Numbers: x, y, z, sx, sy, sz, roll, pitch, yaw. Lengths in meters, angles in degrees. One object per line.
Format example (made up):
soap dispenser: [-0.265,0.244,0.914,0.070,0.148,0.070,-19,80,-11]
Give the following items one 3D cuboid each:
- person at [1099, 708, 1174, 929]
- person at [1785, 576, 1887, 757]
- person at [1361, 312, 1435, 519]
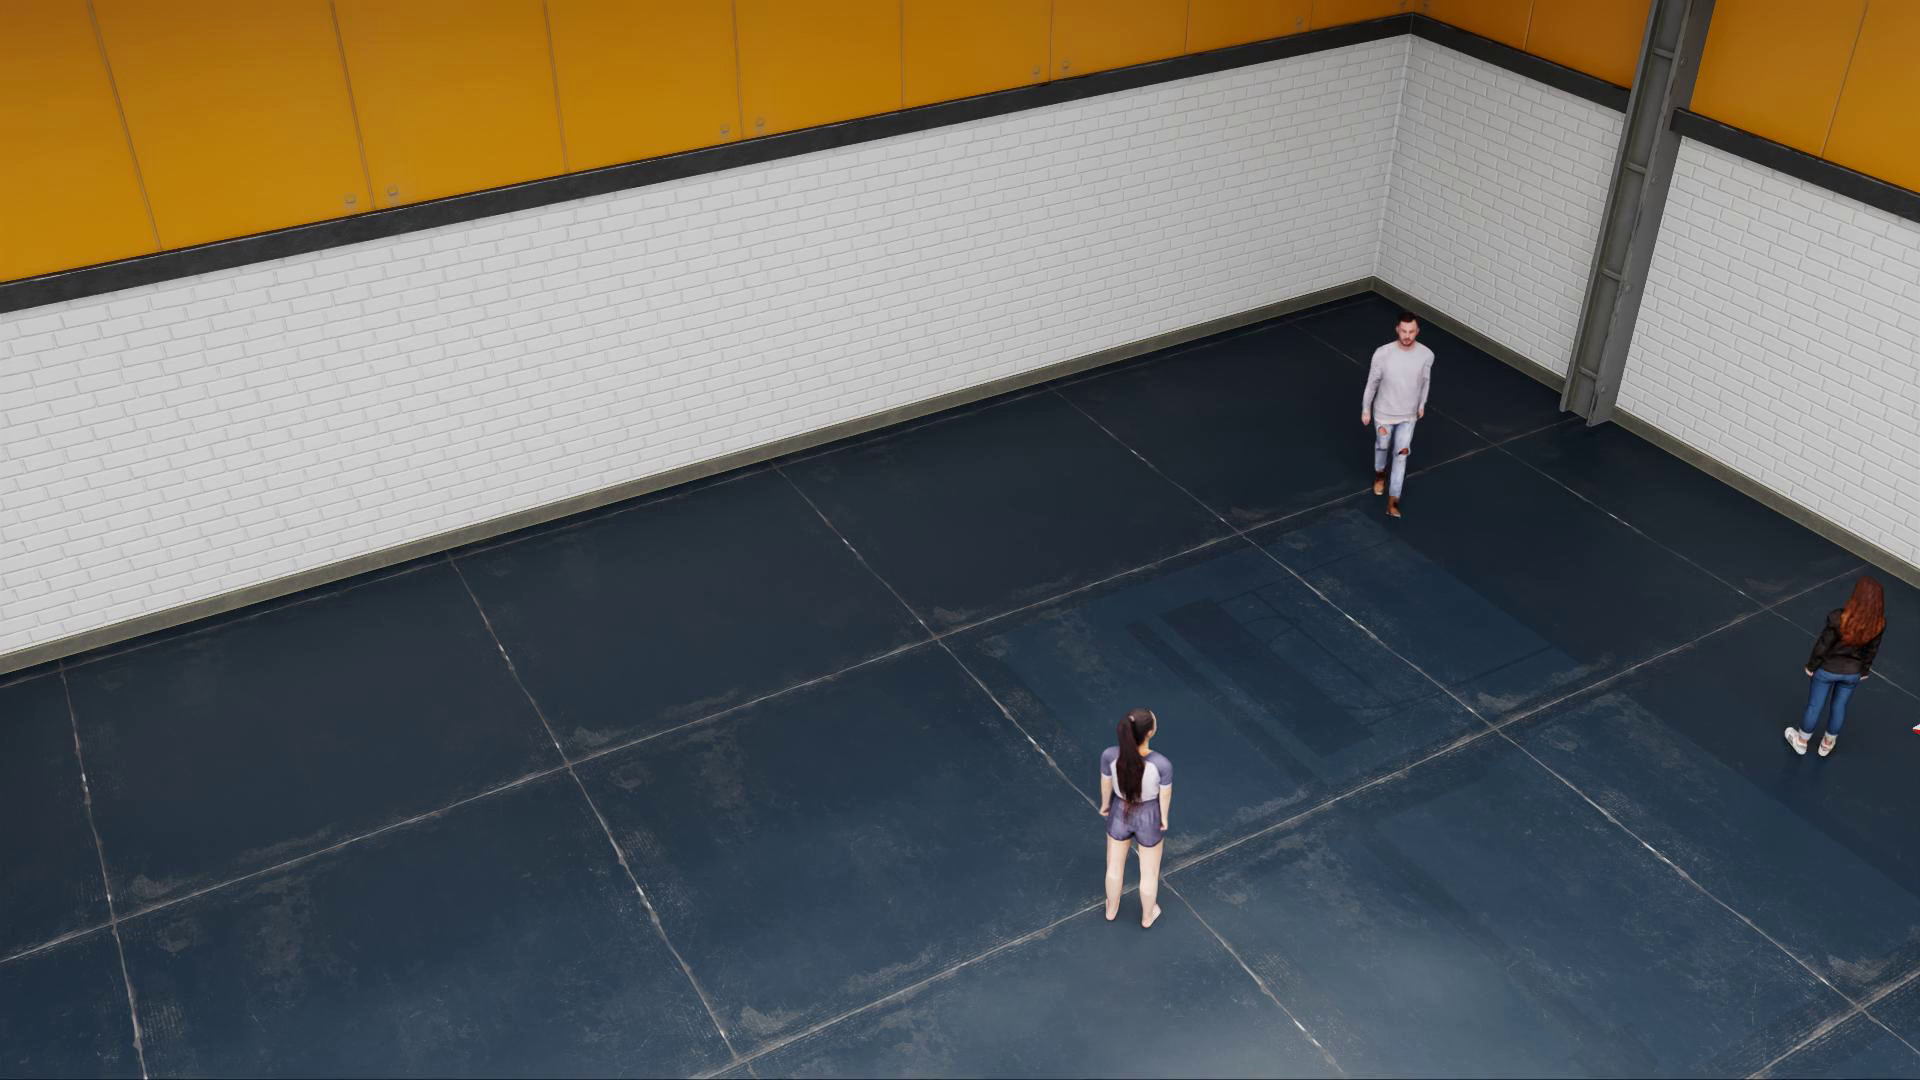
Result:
person: [1.072,1.711,10.161,0.652,1.650,0.725,11,35,15]
person: [6.115,0.880,11.562,0.651,1.483,0.686,5,34,8]
person: [3.744,-1.155,14.339,1.109,1.799,1.216,5,34,7]
